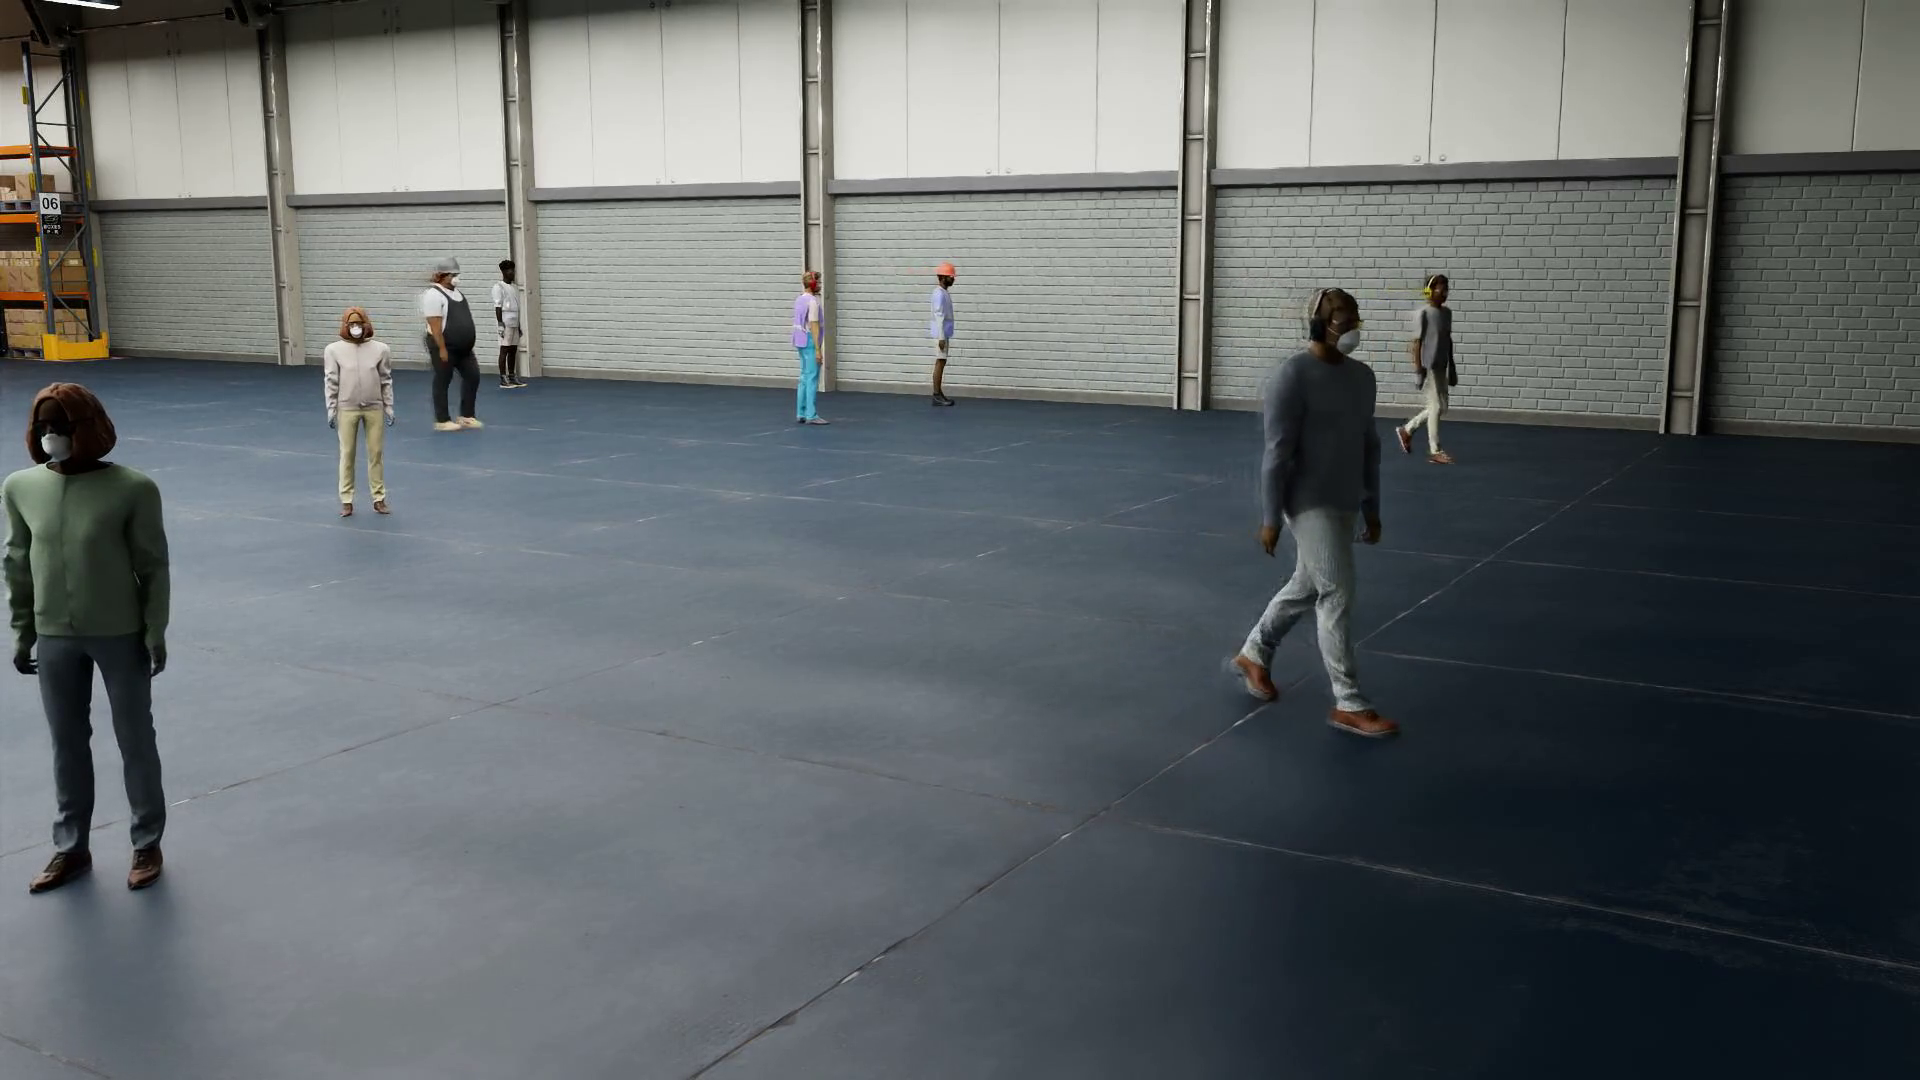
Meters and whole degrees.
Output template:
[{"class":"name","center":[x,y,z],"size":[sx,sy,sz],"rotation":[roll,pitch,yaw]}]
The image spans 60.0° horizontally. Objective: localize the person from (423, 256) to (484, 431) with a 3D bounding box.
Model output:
[{"class":"person","center":[-5.826,-2.267,19.210],"size":[0.676,2.000,0.697],"rotation":[3,10,18]}]

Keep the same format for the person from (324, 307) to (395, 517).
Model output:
[{"class":"person","center":[-4.683,-1.002,12.997],"size":[0.507,1.631,0.266],"rotation":[-5,11,-27]}]

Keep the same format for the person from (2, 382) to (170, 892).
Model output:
[{"class":"person","center":[-2.772,0.311,5.308],"size":[0.501,1.633,0.282],"rotation":[0,10,-2]}]

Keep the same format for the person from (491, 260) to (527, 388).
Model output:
[{"class":"person","center":[-6.953,-3.330,25.656],"size":[0.367,1.966,0.607],"rotation":[3,10,15]}]

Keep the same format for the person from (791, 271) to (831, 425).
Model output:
[{"class":"person","center":[-1.817,-2.306,20.011],"size":[0.398,1.843,0.614],"rotation":[-5,11,-26]}]

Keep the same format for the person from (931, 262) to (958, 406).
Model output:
[{"class":"person","center":[-0.205,-2.781,22.530],"size":[0.377,1.932,0.552],"rotation":[1,10,4]}]

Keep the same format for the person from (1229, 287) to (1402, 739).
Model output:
[{"class":"person","center":[1.535,-0.153,7.260],"size":[0.642,1.903,0.990],"rotation":[-8,13,-39]}]

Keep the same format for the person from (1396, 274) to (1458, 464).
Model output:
[{"class":"person","center":[4.635,-1.688,16.370],"size":[0.528,1.852,0.710],"rotation":[-8,13,-39]}]
